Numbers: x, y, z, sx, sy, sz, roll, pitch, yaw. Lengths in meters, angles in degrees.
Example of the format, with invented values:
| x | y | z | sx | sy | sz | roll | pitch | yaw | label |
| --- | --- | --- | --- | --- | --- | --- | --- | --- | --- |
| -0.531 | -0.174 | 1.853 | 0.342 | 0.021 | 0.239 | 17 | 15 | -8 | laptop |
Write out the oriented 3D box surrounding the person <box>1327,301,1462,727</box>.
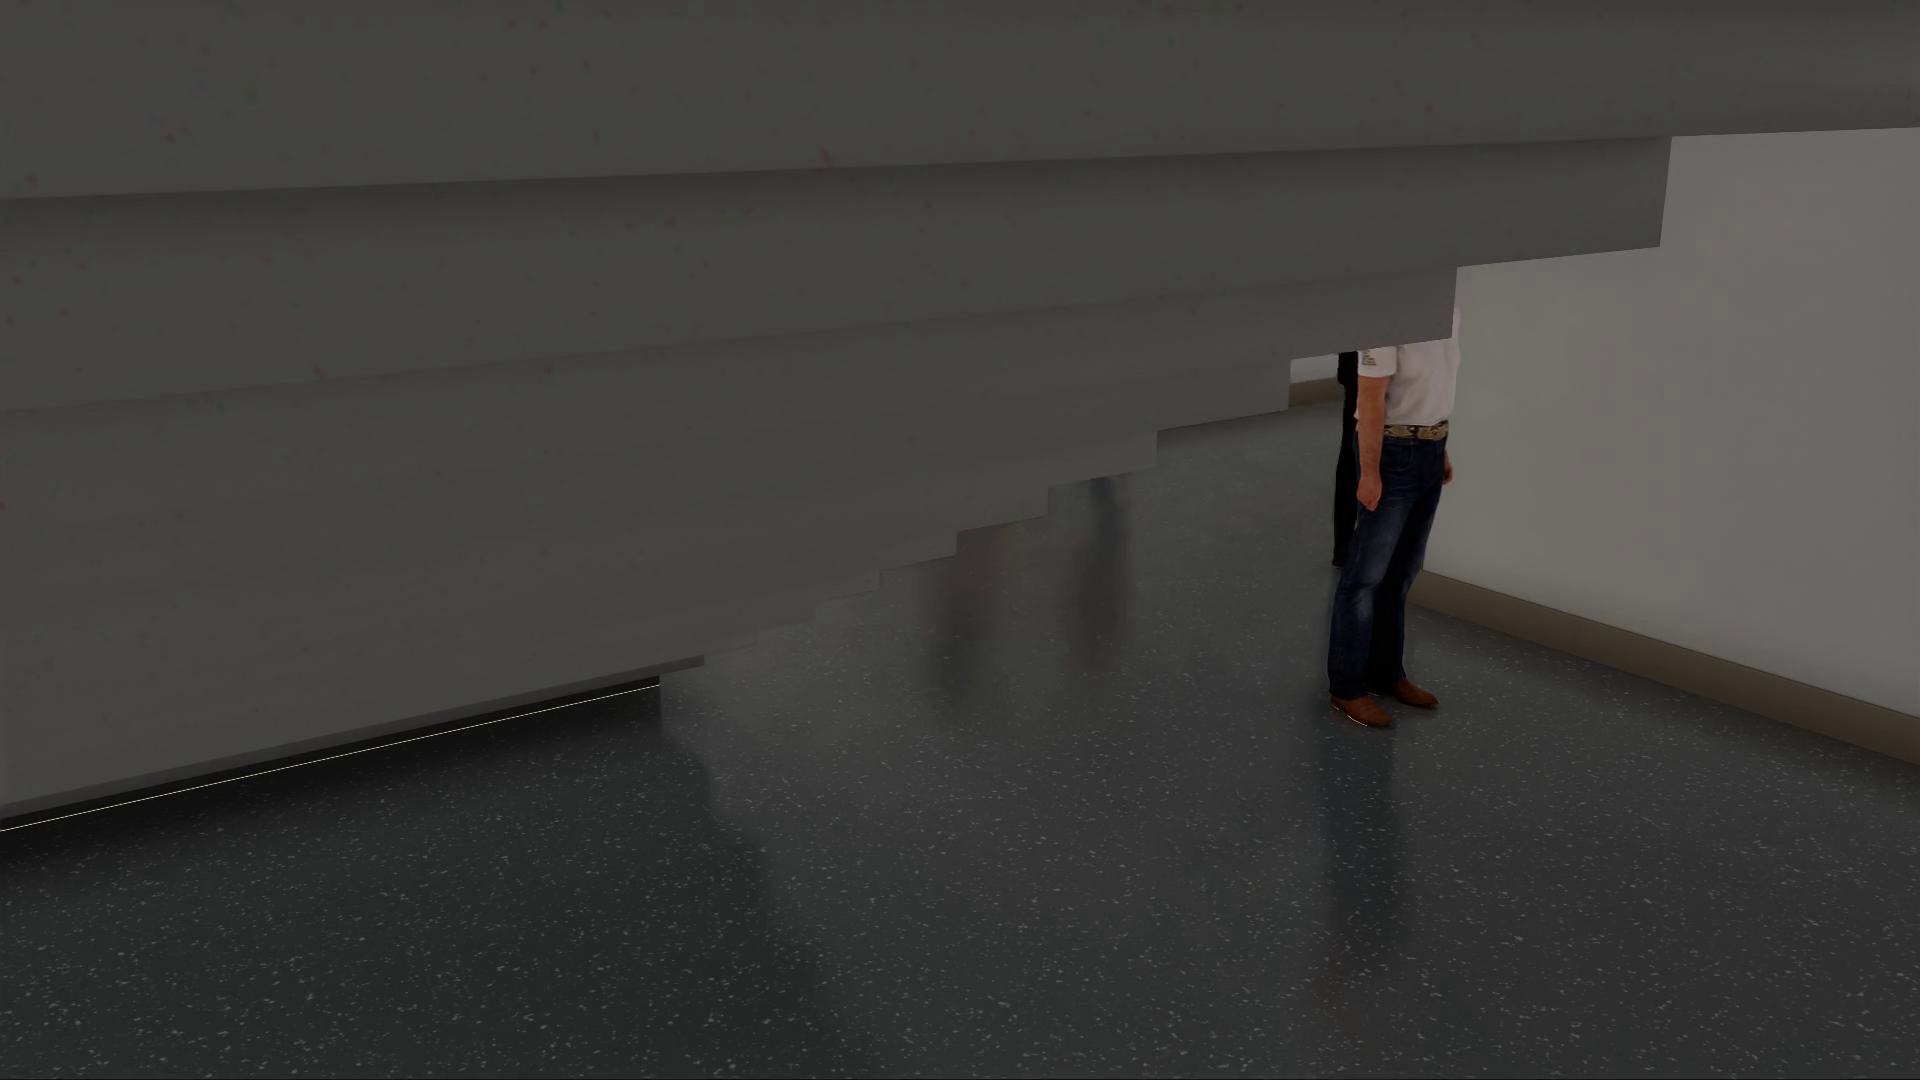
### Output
| x | y | z | sx | sy | sz | roll | pitch | yaw | label |
| --- | --- | --- | --- | --- | --- | --- | --- | --- | --- |
| 1.565 | -0.286 | 5.972 | 0.680 | 1.854 | 0.576 | -13 | 20 | -38 | person |
